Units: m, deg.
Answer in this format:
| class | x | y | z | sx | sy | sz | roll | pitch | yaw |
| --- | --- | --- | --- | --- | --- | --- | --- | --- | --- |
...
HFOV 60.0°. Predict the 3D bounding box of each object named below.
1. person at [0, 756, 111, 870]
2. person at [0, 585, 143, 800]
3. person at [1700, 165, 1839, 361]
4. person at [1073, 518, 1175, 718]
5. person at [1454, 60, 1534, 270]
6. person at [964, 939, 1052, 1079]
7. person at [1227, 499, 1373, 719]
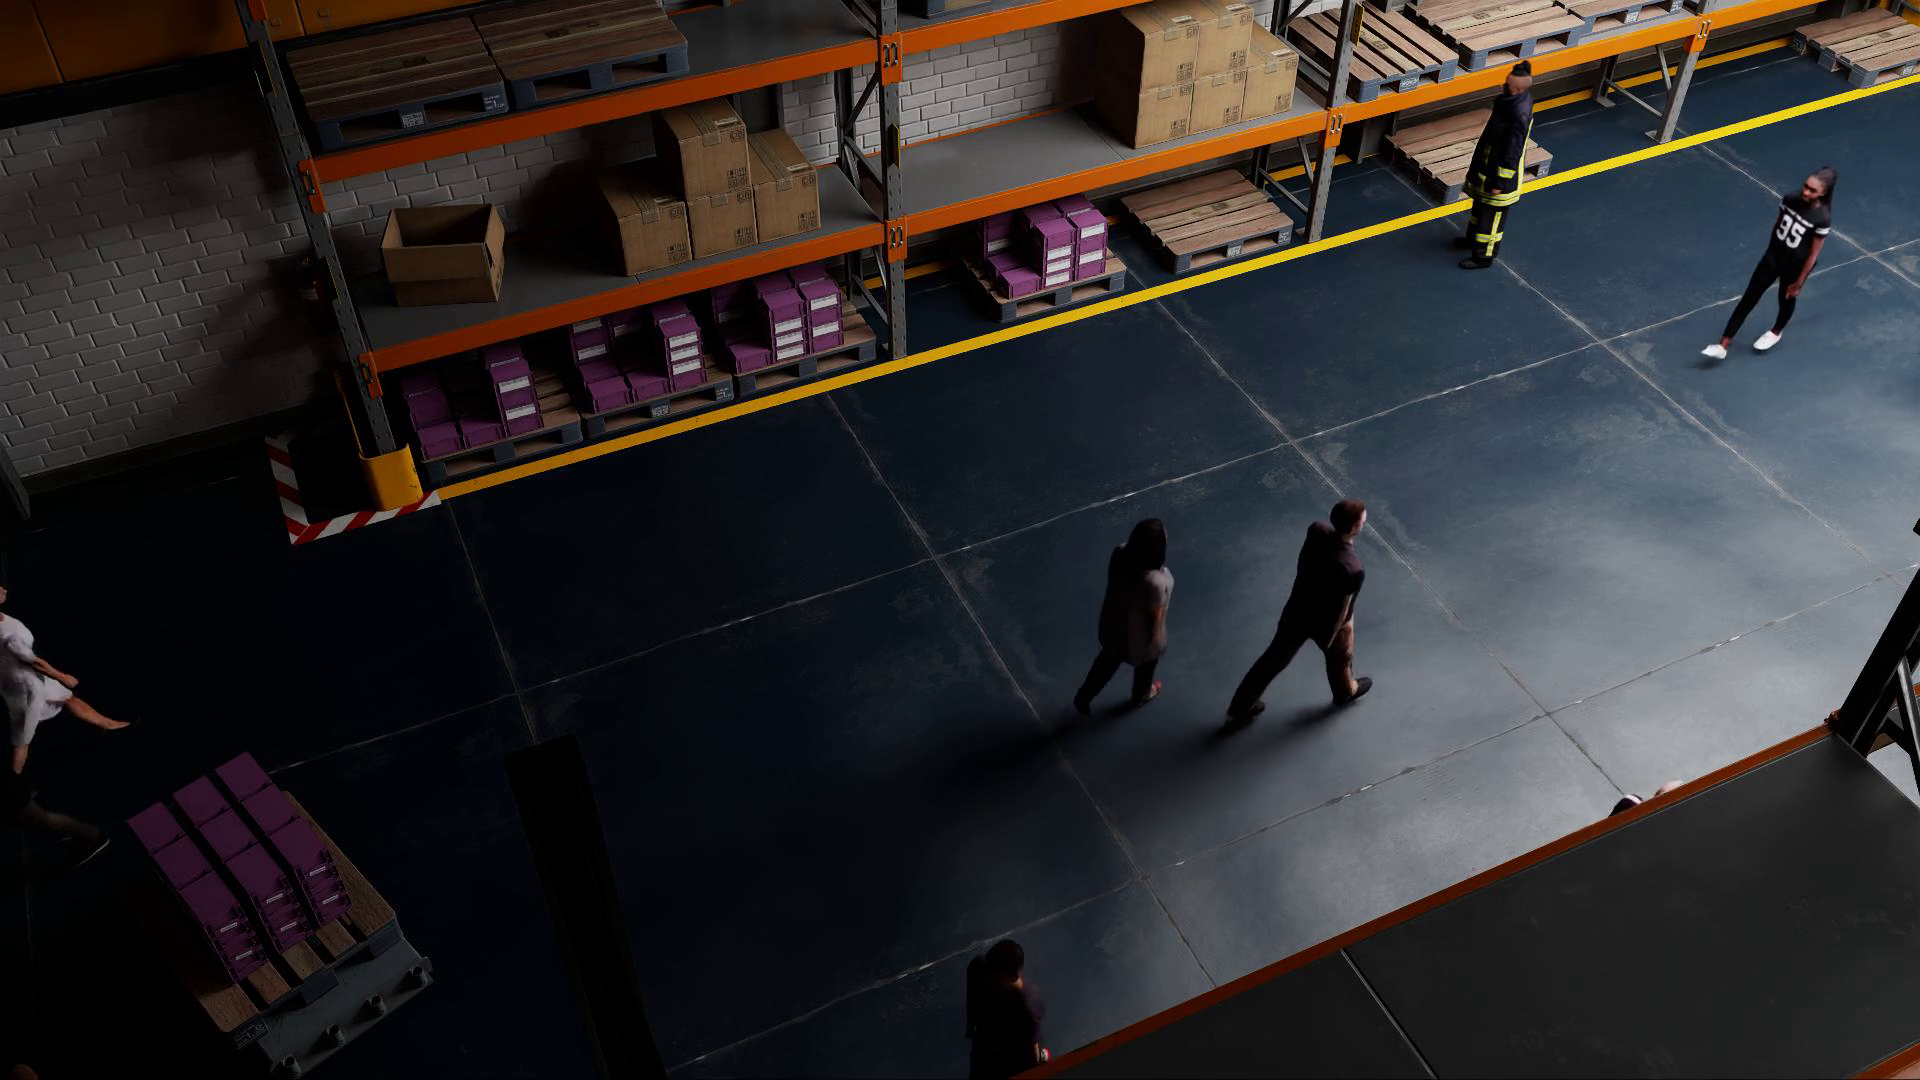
| class | x | y | z | sx | sy | sz | roll | pitch | yaw |
| --- | --- | --- | --- | --- | --- | --- | --- | --- | --- |
| person | -5.289 | 1.378 | 9.230 | 1.053 | 1.746 | 1.258 | 27 | 50 | 26 |
| person | -5.569 | 0.920 | 9.753 | 0.860 | 1.689 | 1.217 | 32 | 52 | 29 |
| person | 6.500 | -2.159 | 12.981 | 1.134 | 1.694 | 0.706 | -21 | 48 | -21 |
| person | 1.013 | 0.516 | 10.249 | 0.974 | 1.590 | 0.785 | -31 | 52 | -29 |
| person | 4.513 | -3.147 | 13.893 | 0.891 | 1.867 | 0.875 | 5 | 44 | 5 |
| person | 0.291 | 2.435 | 8.120 | 0.964 | 1.747 | 0.788 | -31 | 52 | -29 |
| person | 2.090 | 0.474 | 10.144 | 1.231 | 1.794 | 0.713 | -20 | 47 | -19 |
